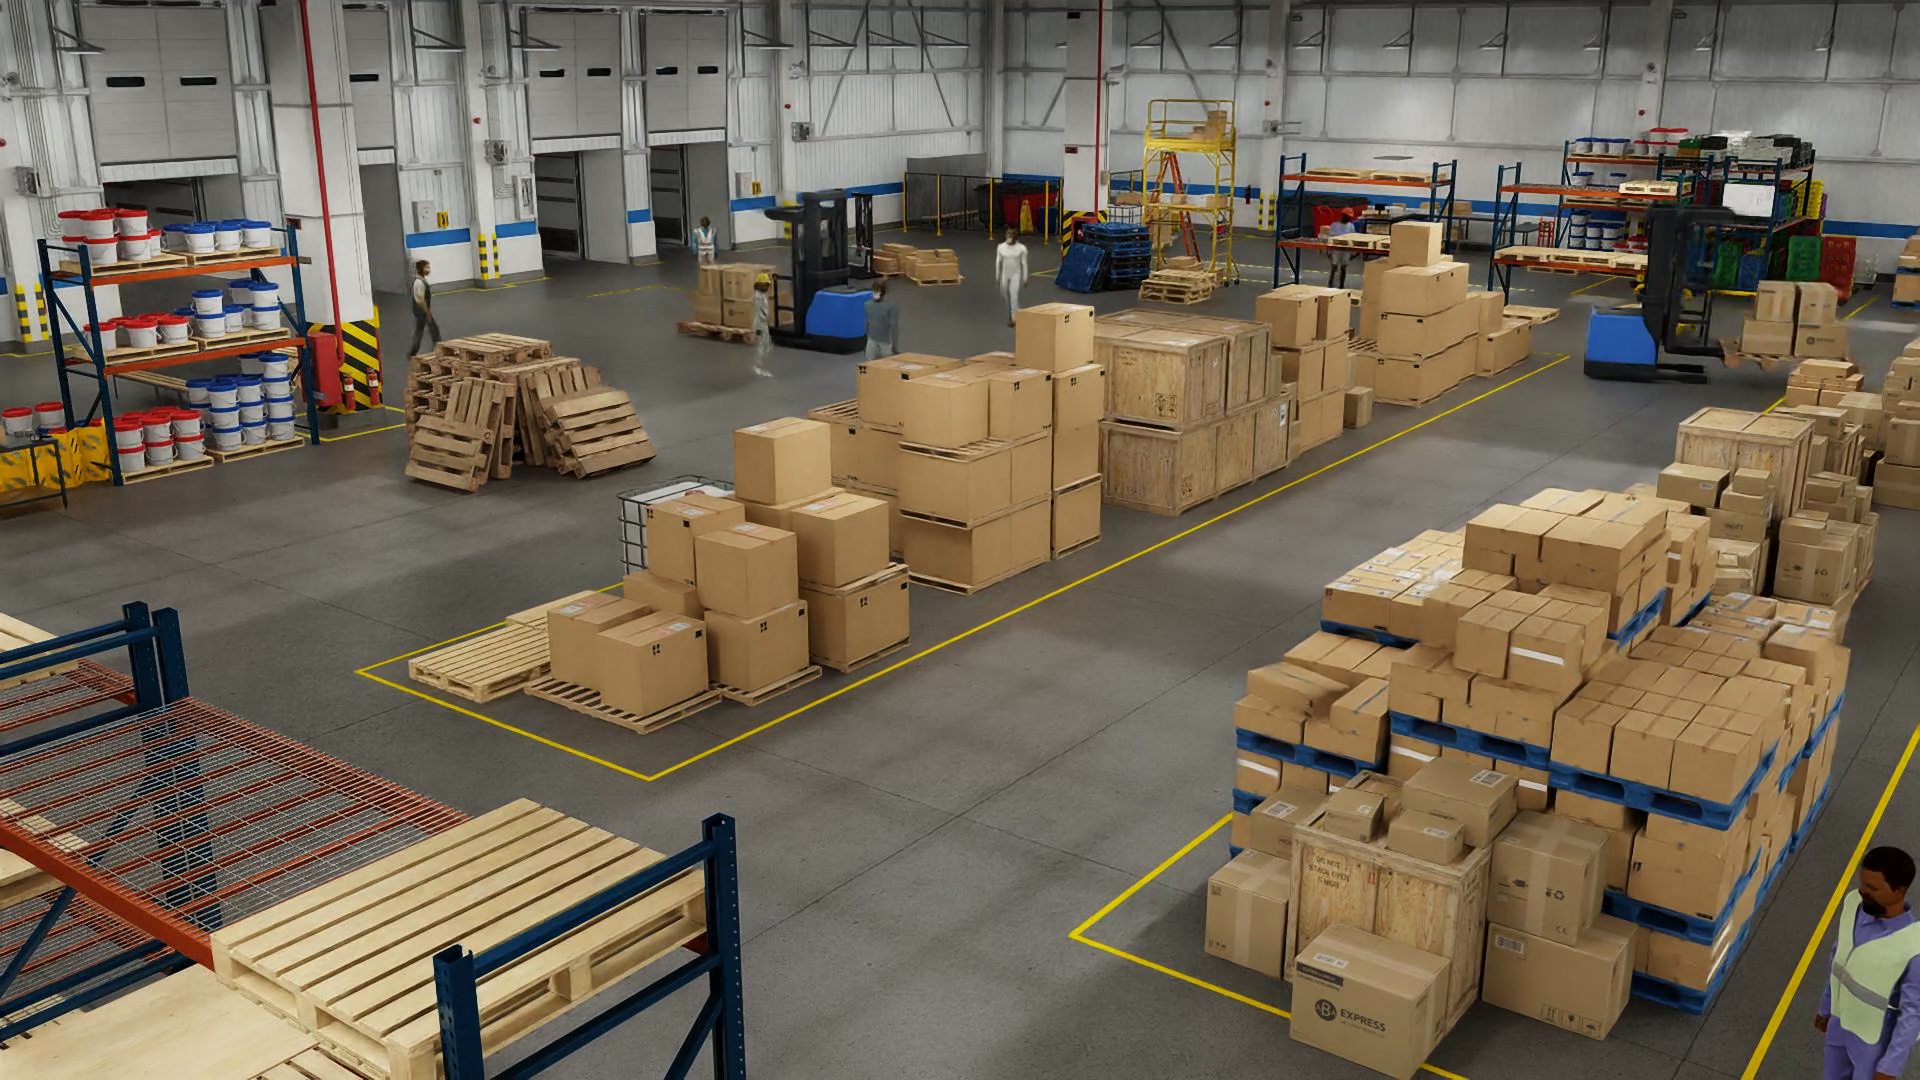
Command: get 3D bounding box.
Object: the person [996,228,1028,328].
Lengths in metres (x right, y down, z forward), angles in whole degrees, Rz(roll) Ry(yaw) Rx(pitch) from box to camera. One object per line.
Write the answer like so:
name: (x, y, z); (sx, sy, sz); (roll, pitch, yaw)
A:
person: (1.021, -5.122, 32.373); (0.641, 1.918, 0.675); (7, 18, 22)

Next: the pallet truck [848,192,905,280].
pallet truck: (-1.936, -7.159, 38.982); (1.885, 1.965, 0.823); (-12, 21, -34)

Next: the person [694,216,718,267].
person: (-5.658, -6.403, 37.101); (0.533, 1.623, 0.414); (-4, 17, -13)

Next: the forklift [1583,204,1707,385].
forklift: (11.350, -4.063, 27.226); (1.873, 2.768, 1.129); (6, 18, 19)

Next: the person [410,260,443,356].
person: (-9.060, -3.886, 28.462); (0.925, 1.800, 0.541); (-3, 17, -9)

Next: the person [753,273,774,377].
person: (-3.240, -3.541, 27.447); (0.392, 1.725, 0.518); (1, 17, 5)

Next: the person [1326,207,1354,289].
person: (8.299, -6.296, 36.288); (0.604, 1.900, 0.421); (-1, 17, -4)

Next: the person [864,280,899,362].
person: (-1.169, -3.074, 25.631); (0.634, 1.910, 0.894); (9, 19, 27)

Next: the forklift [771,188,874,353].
forklift: (-2.376, -4.890, 29.967); (1.873, 2.768, 1.129); (12, 21, 35)

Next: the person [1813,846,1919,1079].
person: (4.241, 2.304, 7.787); (0.391, 1.918, 0.593); (-2, 17, -5)
